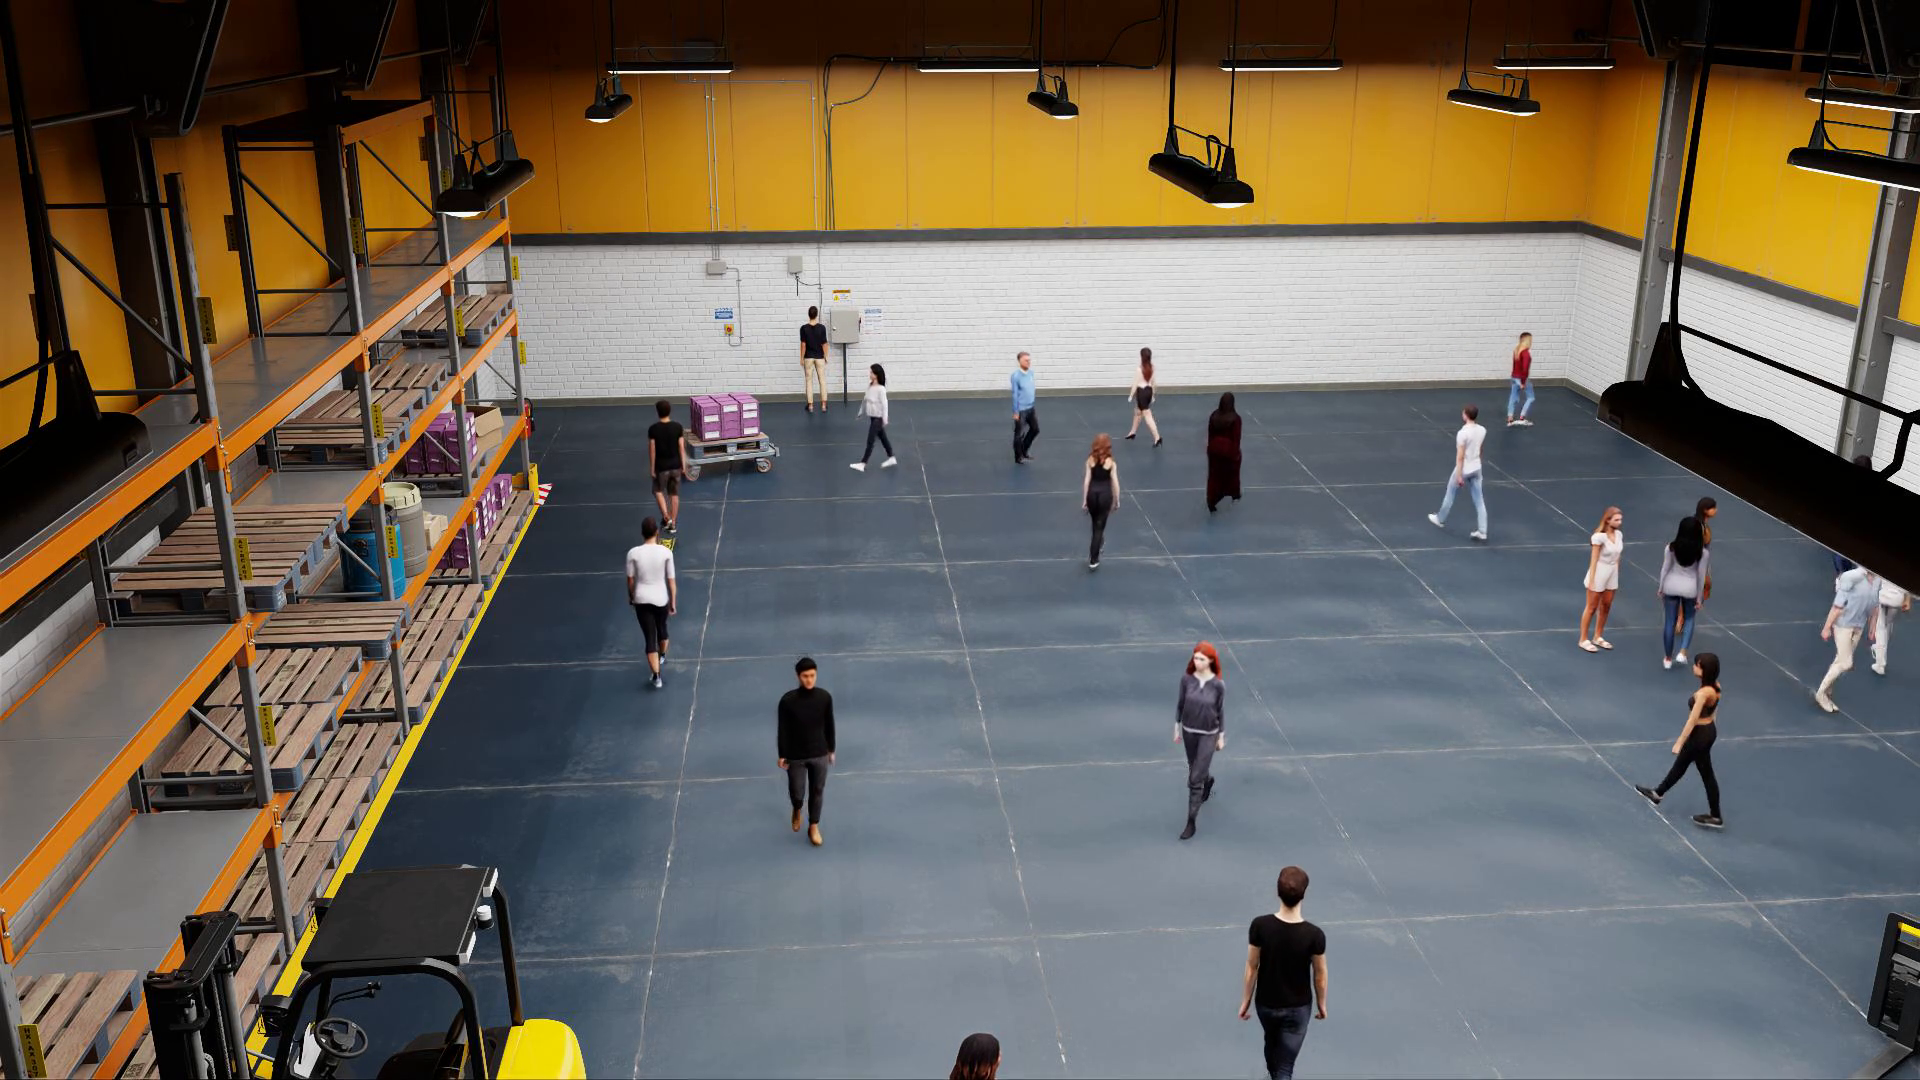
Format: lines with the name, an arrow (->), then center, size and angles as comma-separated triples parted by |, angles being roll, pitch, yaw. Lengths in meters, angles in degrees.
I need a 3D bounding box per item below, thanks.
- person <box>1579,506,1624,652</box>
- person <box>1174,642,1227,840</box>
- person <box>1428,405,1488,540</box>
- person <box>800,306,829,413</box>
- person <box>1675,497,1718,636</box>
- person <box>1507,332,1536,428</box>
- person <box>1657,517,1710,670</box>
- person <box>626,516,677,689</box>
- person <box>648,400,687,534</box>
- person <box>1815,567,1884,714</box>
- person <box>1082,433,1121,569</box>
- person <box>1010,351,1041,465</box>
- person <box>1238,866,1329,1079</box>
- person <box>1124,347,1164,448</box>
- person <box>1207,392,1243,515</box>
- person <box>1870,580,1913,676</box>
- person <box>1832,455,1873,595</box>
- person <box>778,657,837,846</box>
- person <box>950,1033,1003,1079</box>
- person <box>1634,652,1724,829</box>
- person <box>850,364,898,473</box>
person -> 7.239, 0.418, 18.746 | 0.640, 1.692, 0.639 | -8, 20, -23
person -> 2.163, 1.718, 14.794 | 1.011, 1.751, 1.188 | 11, 21, 29
person -> 6.919, -0.874, 22.415 | 0.928, 1.799, 1.290 | -8, 20, -23
person -> -2.556, -3.181, 29.174 | 0.644, 1.858, 0.544 | -3, 19, -9
person -> 8.359, 0.305, 19.105 | 0.733, 1.677, 0.654 | 9, 20, 24
person -> 9.415, -2.701, 28.117 | 0.725, 1.622, 0.614 | -5, 19, -14
person -> 7.846, 0.612, 18.120 | 0.719, 1.724, 0.740 | 8, 20, 23
person -> -3.283, 0.696, 17.733 | 0.783, 1.812, 1.166 | -5, 19, -14
person -> -3.958, -0.972, 22.623 | 0.773, 1.851, 0.851 | -7, 20, -21
person -> 9.125, 0.873, 17.192 | 0.795, 1.821, 0.741 | -5, 19, -14
person -> 1.775, -0.475, 21.395 | 0.925, 1.693, 1.219 | 7, 20, 19
person -> 0.932, -2.085, 26.006 | 0.823, 1.803, 0.780 | 18, 25, 42
person -> 2.066, 3.049, 10.686 | 1.063, 1.851, 1.336 | 7, 20, 20
person -> 3.022, -2.252, 26.809 | 0.988, 1.606, 1.121 | -16, 25, -40
person -> 3.684, -1.192, 23.492 | 1.043, 1.715, 1.162 | 11, 22, 30
person -> 10.098, 0.671, 18.076 | 0.757, 1.640, 0.997 | 4, 19, 10
person -> 10.884, -0.157, 20.351 | 0.831, 1.758, 1.073 | 7, 20, 19
person -> -1.356, 1.810, 14.573 | 0.730, 1.717, 0.762 | -5, 19, -15
person -> 0.104, 3.539, 9.429 | 0.821, 1.723, 0.664 | -9, 21, -25
person -> 6.662, 1.805, 14.755 | 1.053, 1.611, 1.031 | 13, 23, 34
person -> -1.203, -1.876, 25.615 | 1.015, 1.654, 1.135 | -11, 21, -29
